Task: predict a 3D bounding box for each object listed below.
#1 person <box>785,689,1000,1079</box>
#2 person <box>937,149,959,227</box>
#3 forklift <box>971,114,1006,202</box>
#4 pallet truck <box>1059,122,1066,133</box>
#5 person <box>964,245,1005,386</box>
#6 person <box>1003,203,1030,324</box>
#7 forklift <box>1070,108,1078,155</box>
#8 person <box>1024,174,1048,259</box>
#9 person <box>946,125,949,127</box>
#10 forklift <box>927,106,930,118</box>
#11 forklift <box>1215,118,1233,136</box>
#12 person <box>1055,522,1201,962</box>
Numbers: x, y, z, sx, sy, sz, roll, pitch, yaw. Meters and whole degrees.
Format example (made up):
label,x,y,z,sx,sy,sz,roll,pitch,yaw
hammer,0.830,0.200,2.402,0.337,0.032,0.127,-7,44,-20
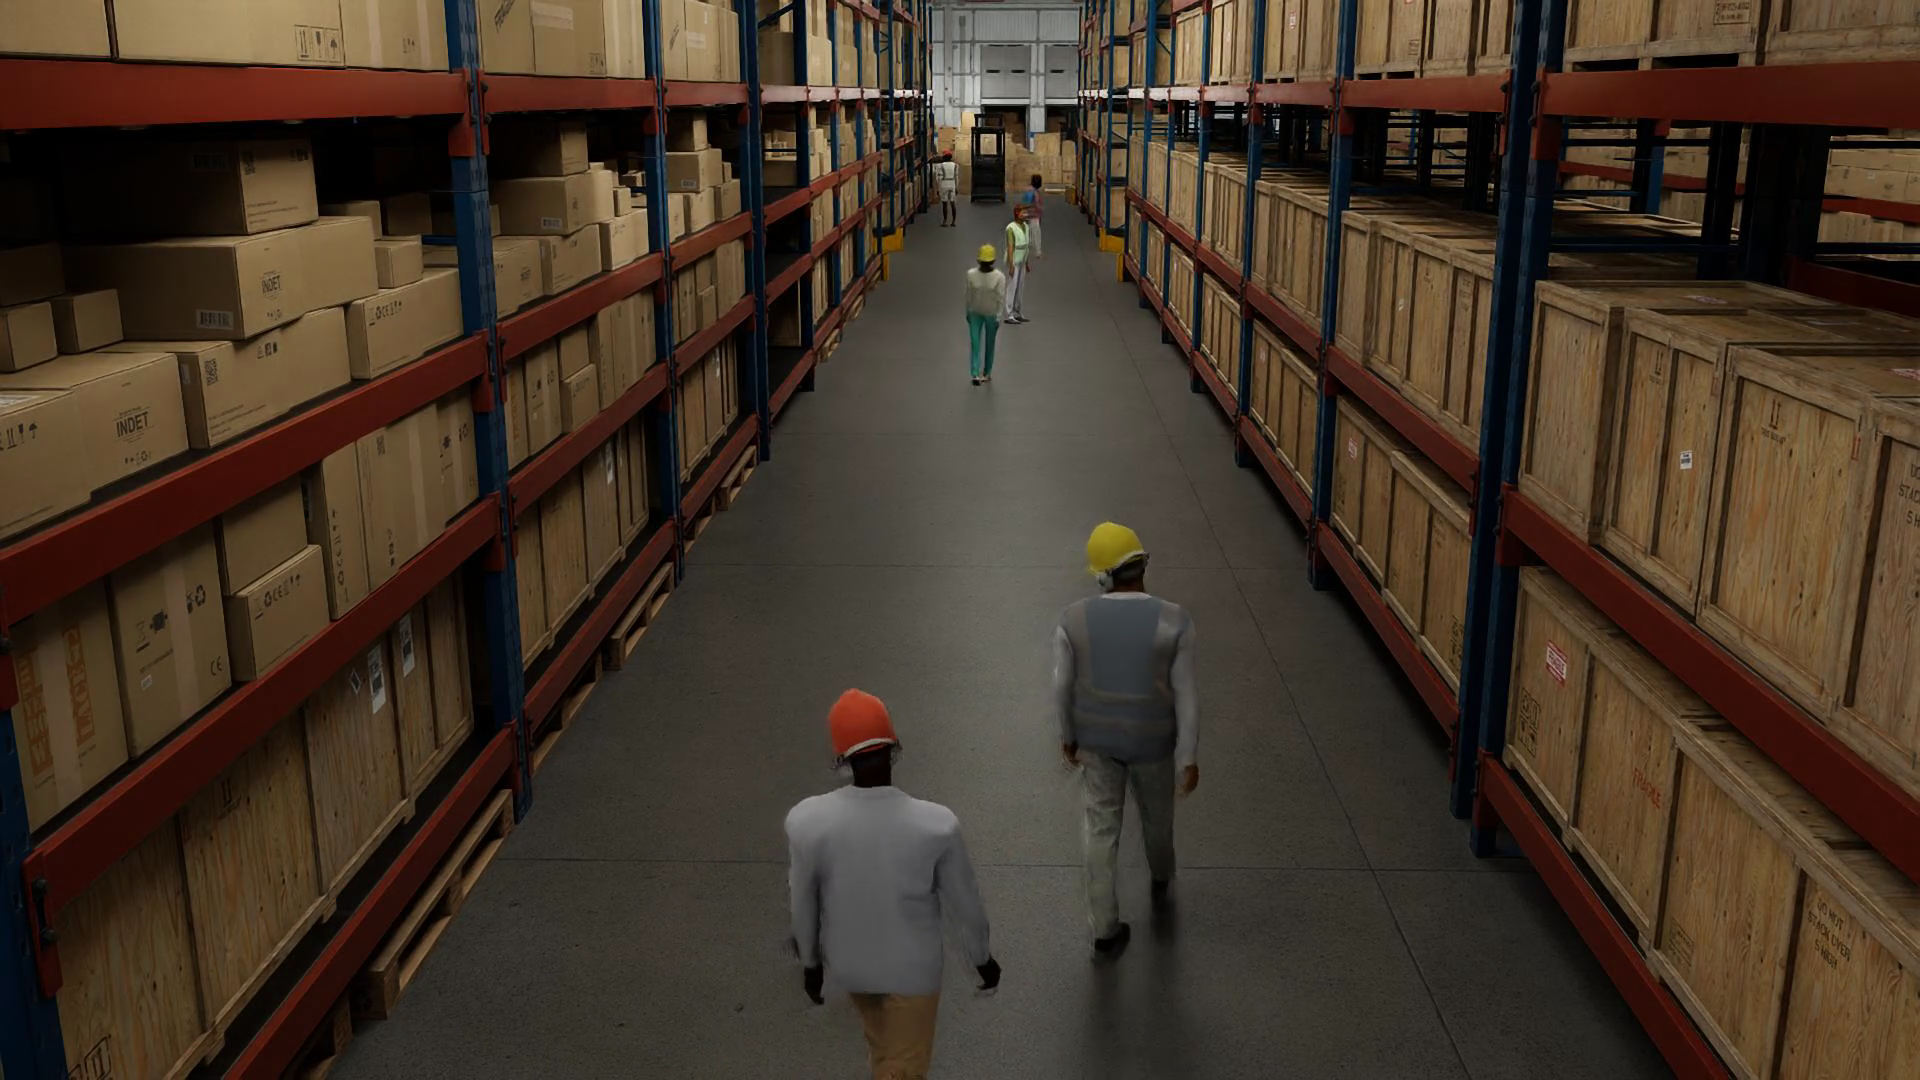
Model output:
label,x,y,z,sx,sy,sz,roll,pitch,yaw
person,-0.223,1.302,5.163,0.625,1.720,0.594,6,16,20
person,-0.337,-9.328,44.086,0.609,2.044,0.396,-6,16,-23
forklift,0.928,-12.461,54.156,1.129,2.768,1.873,0,15,2
pallet truck,5.788,-21.111,88.014,1.885,1.965,0.823,5,16,18
person,0.290,-2.720,20.143,0.525,1.688,0.921,3,15,10
person,0.865,-4.248,25.587,0.378,1.838,0.561,8,17,26
forklift,5.548,-18.497,76.614,1.129,2.768,1.873,-7,17,-24
person,1.487,-6.921,35.574,0.788,1.815,0.632,4,16,15
person,-0.625,-20.567,86.251,0.599,1.872,0.593,-3,15,-10
forklift,-1.927,-21.366,87.288,1.129,2.768,1.873,0,15,2
forklift,6.757,-9.626,43.607,1.873,2.768,1.129,-3,15,-13
person,0.717,0.790,6.960,0.627,1.766,0.919,4,16,15
